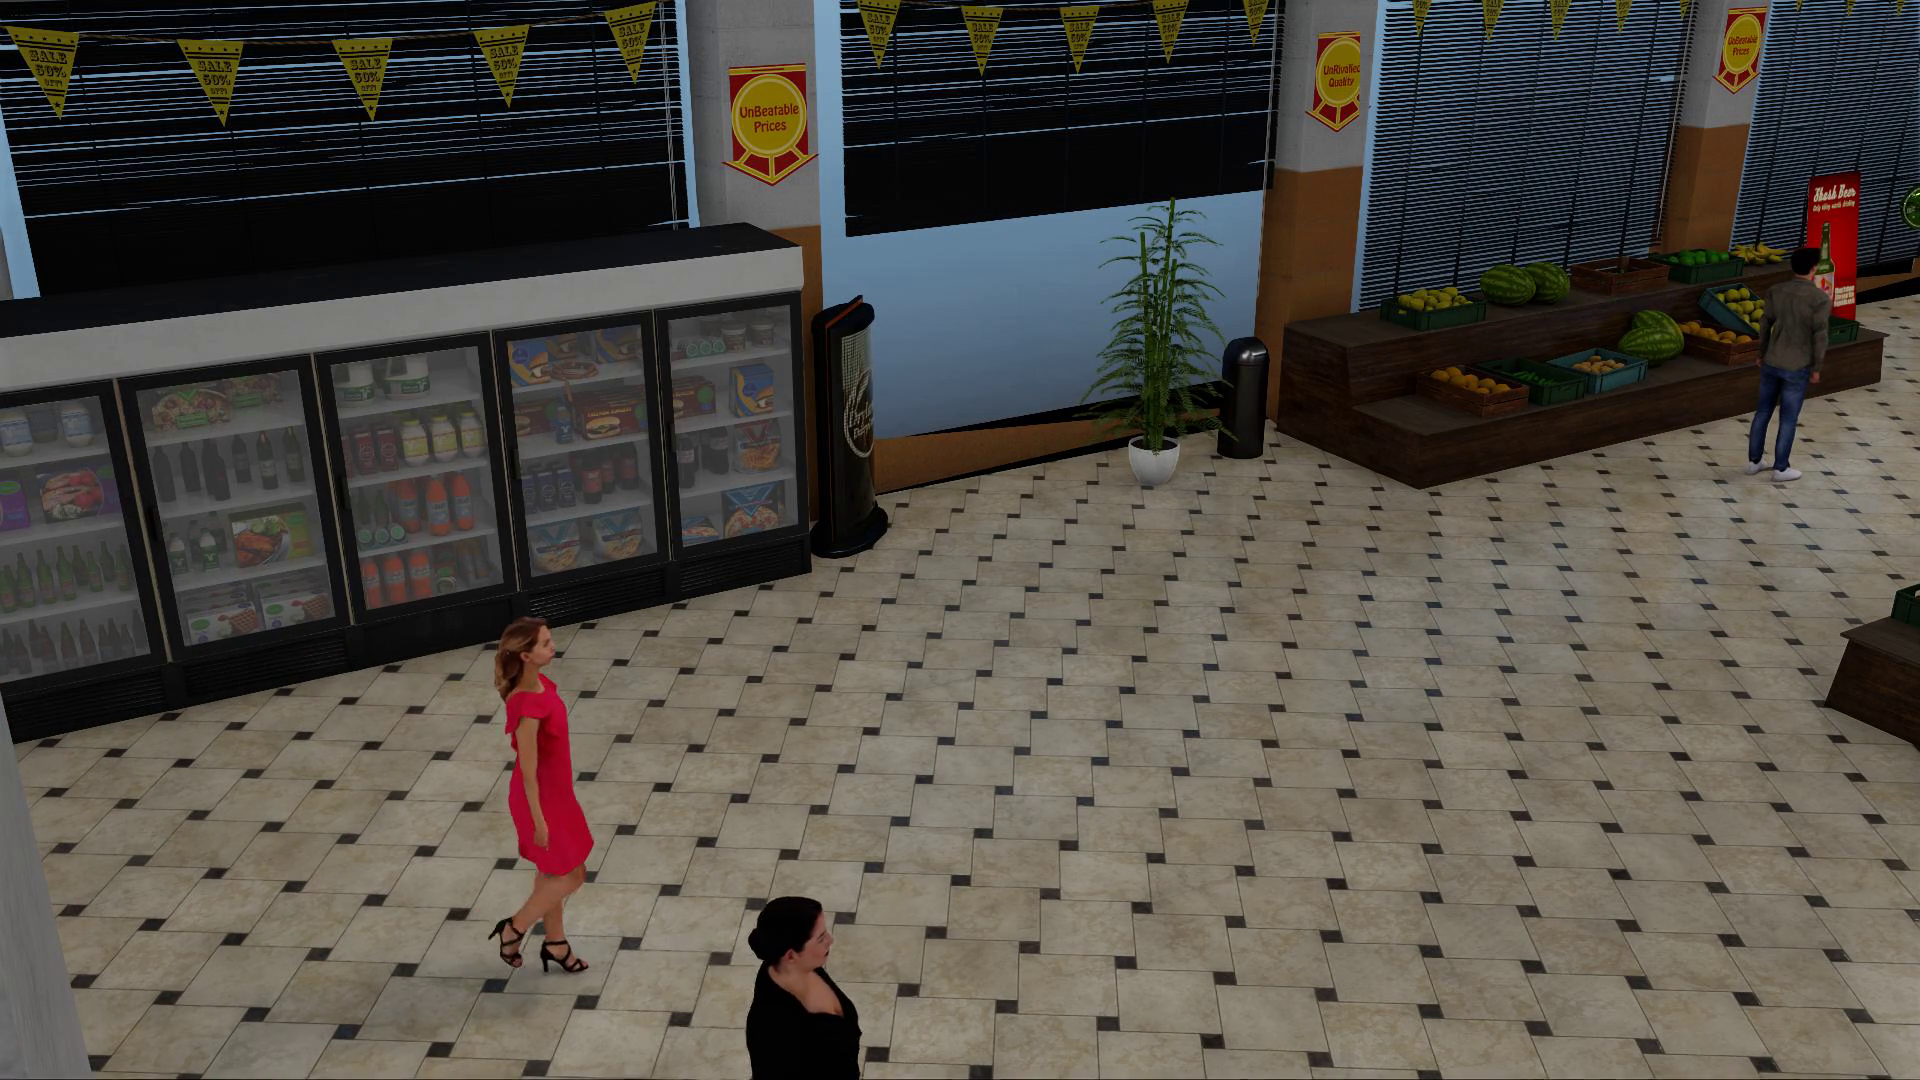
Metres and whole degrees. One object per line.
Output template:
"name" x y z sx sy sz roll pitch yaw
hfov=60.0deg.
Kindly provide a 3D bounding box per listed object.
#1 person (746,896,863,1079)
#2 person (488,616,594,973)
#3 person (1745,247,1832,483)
"person" -0.608 1.870 5.211 1.168 1.731 0.965 -1 22 -3
"person" -1.865 1.124 7.083 0.815 1.719 0.717 -3 22 -7
"person" 6.526 -1.388 13.141 0.606 1.864 0.715 -15 26 -32
